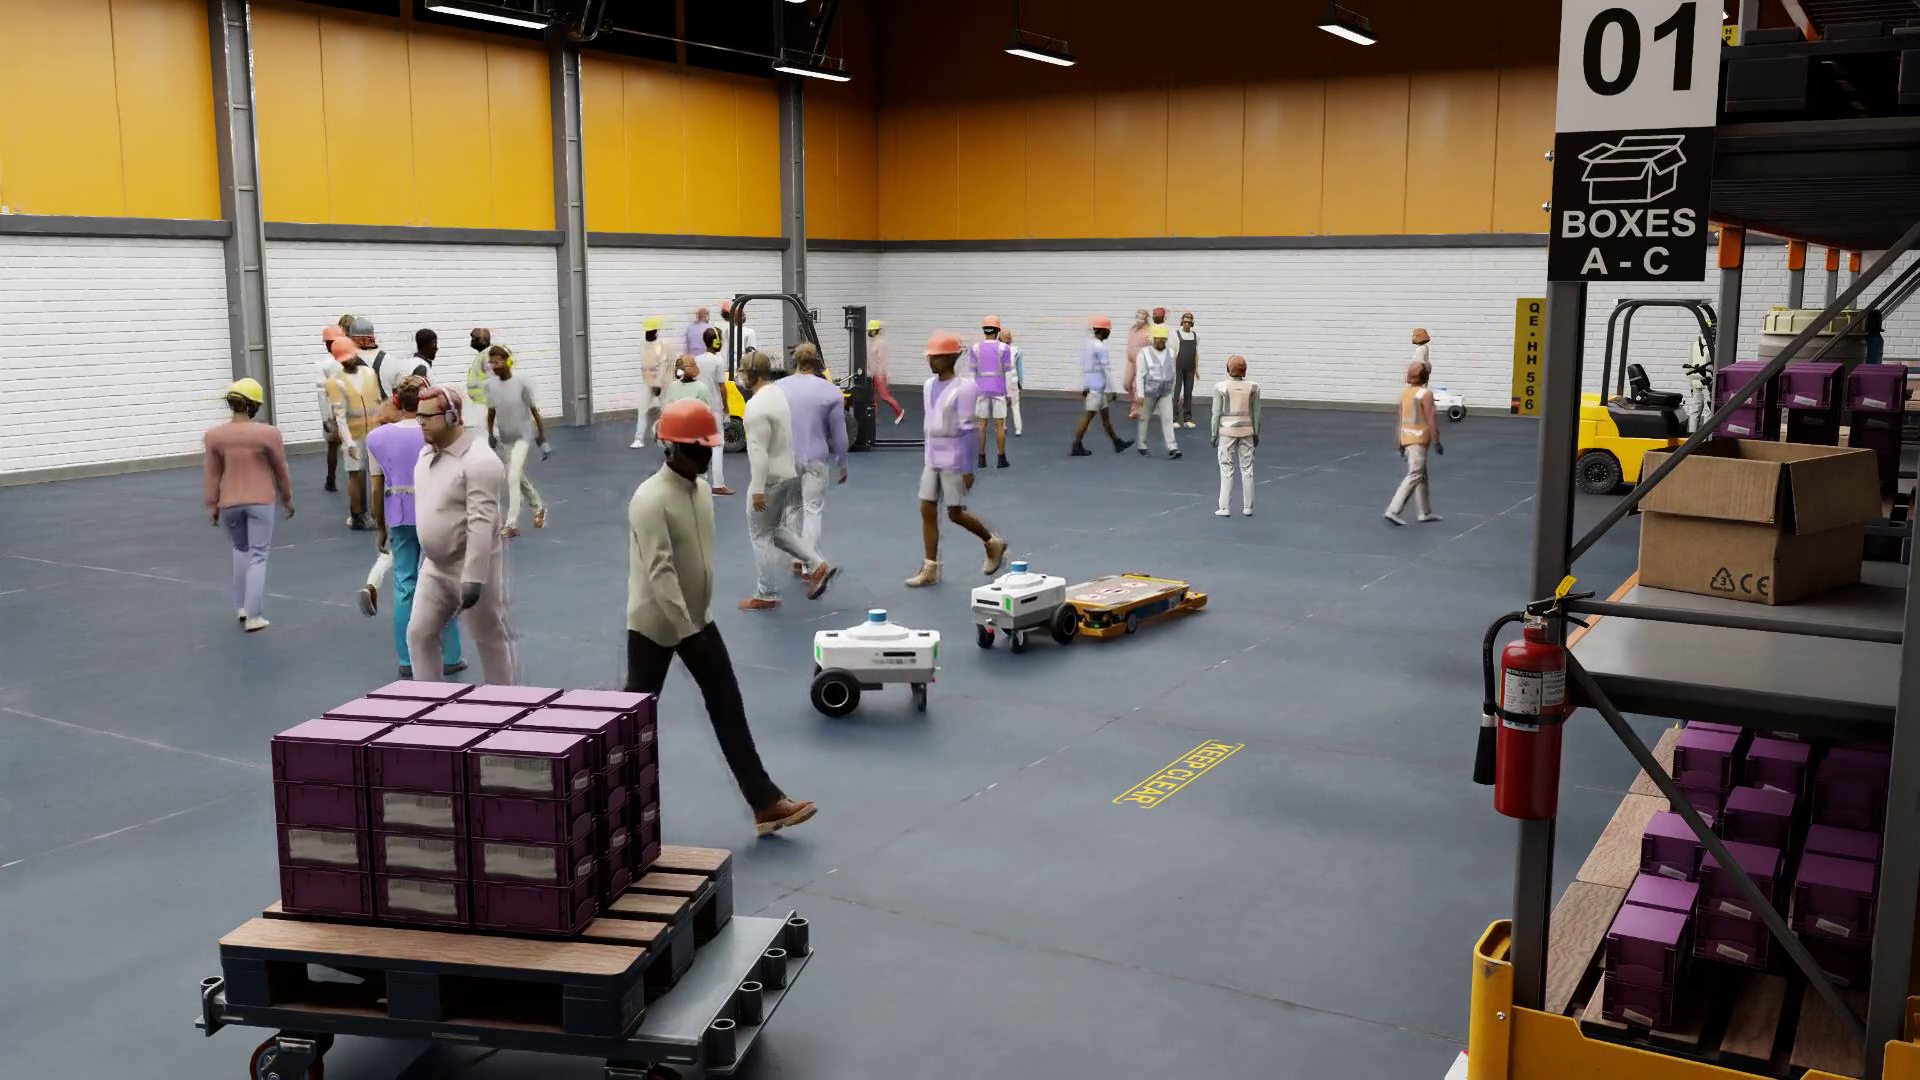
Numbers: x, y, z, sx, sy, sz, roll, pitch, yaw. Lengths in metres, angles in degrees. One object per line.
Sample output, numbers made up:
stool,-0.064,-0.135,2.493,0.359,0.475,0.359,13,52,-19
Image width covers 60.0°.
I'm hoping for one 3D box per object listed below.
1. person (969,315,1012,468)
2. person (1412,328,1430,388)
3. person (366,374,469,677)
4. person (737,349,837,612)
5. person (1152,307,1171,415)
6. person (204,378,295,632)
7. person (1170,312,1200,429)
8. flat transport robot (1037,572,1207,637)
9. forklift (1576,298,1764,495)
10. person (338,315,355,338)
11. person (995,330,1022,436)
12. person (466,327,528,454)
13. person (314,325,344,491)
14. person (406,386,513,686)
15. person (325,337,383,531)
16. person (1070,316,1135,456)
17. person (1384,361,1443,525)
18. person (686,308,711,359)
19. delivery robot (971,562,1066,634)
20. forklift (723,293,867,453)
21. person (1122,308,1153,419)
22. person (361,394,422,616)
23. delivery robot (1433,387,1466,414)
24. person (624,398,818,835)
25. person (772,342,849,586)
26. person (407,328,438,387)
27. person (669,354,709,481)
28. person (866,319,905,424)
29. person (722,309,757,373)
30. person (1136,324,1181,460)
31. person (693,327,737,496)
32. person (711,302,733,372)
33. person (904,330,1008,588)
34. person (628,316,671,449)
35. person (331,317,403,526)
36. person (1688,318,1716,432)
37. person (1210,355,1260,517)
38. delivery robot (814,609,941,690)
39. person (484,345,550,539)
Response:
person,0.396,-1.871,21.050,0.543,1.928,0.373,2,9,10
person,6.961,-2.385,25.172,0.269,1.632,0.504,4,10,26
person,-3.284,-0.078,10.111,0.565,1.846,0.390,-1,9,-8
person,-1.290,-0.421,12.056,0.631,1.918,0.641,1,9,8
person,3.452,-3.104,28.932,0.419,1.869,0.585,4,10,23
person,-4.915,-0.252,11.566,0.517,1.734,0.648,0,9,-1
person,3.570,-2.683,26.393,0.505,1.842,0.348,-3,10,-20
flat transport robot,1.114,0.442,11.770,0.652,0.197,1.431,7,11,37
forklift,7.954,-1.589,18.462,2.313,2.155,1.214,5,11,30
person,-7.891,-2.002,21.936,0.565,1.913,0.840,-1,9,-9
person,0.684,-2.382,25.274,0.527,1.585,0.753,-3,9,-16
person,-5.709,-1.698,20.345,0.719,1.823,0.621,-3,10,-21
person,-6.875,-1.441,18.499,0.553,1.899,0.955,-6,11,-32
person,-2.646,0.154,8.544,0.664,1.875,0.783,7,11,36
person,-5.615,-0.975,15.637,0.709,1.874,0.629,9,13,44
person,1.935,-2.073,22.437,0.999,1.879,0.574,-3,9,-16
person,4.465,-0.949,16.273,0.724,1.610,0.517,-2,9,-12
person,-4.454,-3.013,28.343,0.665,1.879,0.723,6,11,34
delivery robot,0.387,0.386,10.945,0.477,0.478,0.707,7,11,37
forklift,-2.458,-2.344,23.176,2.313,2.155,1.214,0,9,-2
person,3.017,-2.967,28.063,0.403,1.876,0.701,-7,11,-36
person,-3.950,-0.209,11.616,0.511,1.623,0.463,3,10,18
delivery robot,8.077,-2.318,27.819,0.707,0.478,0.477,3,10,21
person,-1.184,0.350,7.177,1.079,1.924,0.598,4,10,24
person,-1.213,-0.627,13.336,0.667,1.904,0.851,1,9,4
person,-5.700,-1.272,17.444,0.515,1.888,0.604,-3,9,-16
person,-2.786,-1.080,17.026,0.498,1.634,0.281,5,10,29
person,-1.272,-2.684,26.743,0.781,1.740,0.521,-6,11,-33
person,-3.565,-2.804,27.009,0.574,1.885,0.355,1,9,7
person,2.619,-1.954,22.030,0.623,1.780,0.935,-3,10,-19
person,-2.743,-1.421,18.430,0.535,1.868,0.309,7,12,38
person,-3.858,-2.926,27.509,0.618,1.982,1.025,5,10,27
person,-0.039,-0.640,13.102,0.841,2.021,0.611,-7,11,-36
person,-4.291,-2.240,23.559,0.571,1.876,0.985,5,10,28
person,-5.793,-1.153,16.220,0.674,2.000,0.535,-7,11,-36
person,10.419,-2.166,23.174,0.404,1.837,0.593,-4,10,-23
person,2.783,-1.047,16.803,0.523,1.638,0.311,-2,9,-10
delivery robot,-0.460,0.636,9.382,0.707,0.478,0.477,0,9,-1
person,-4.140,-0.948,15.694,0.570,1.814,0.934,3,10,20
